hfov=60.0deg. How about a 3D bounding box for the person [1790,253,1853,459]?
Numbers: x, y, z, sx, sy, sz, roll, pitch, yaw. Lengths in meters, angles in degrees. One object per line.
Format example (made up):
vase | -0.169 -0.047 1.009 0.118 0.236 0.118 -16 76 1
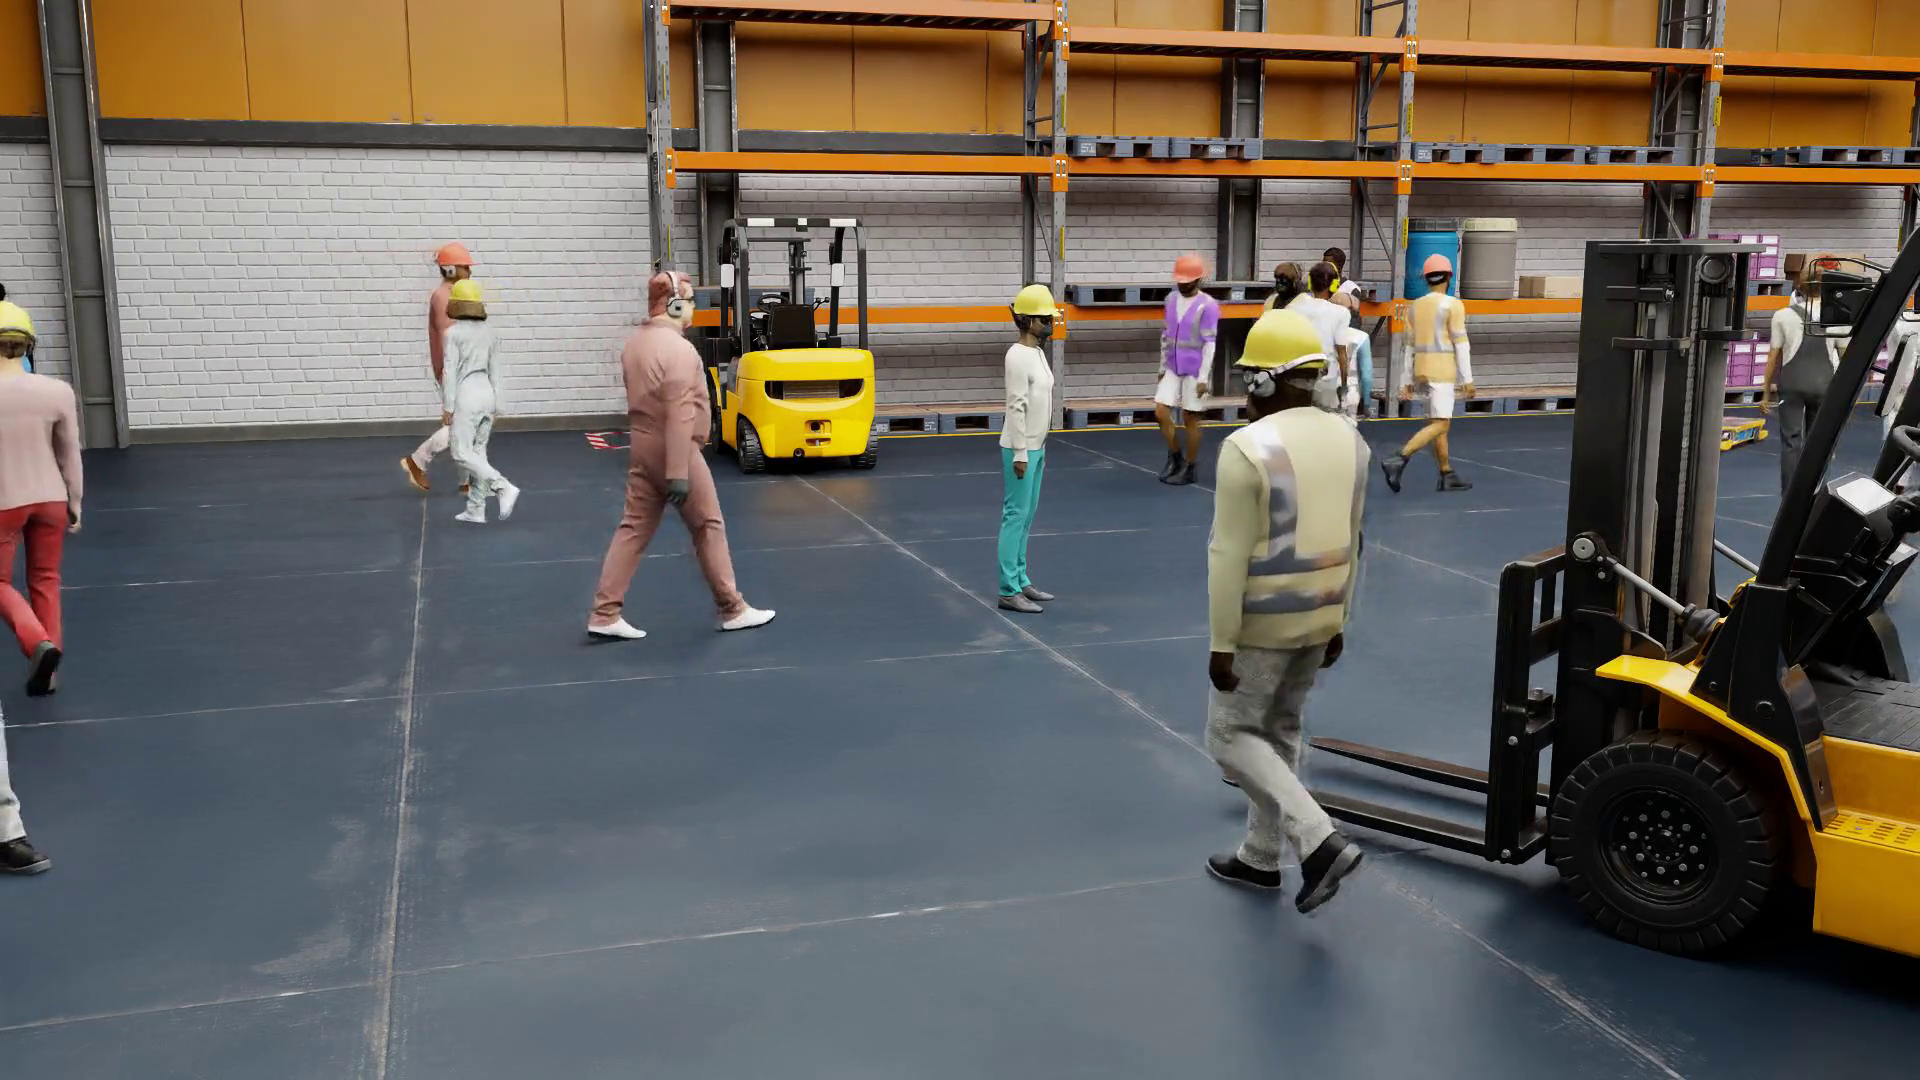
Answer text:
person | 7.854 -1.671 15.207 0.575 1.876 0.340 9 14 40

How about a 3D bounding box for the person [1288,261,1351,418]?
person | 2.586 -1.084 12.035 0.568 1.851 0.464 6 12 32

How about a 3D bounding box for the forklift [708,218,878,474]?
forklift | -1.522 -1.778 14.899 1.214 2.155 2.313 -3 11 -17

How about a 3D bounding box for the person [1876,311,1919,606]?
person | 5.345 -0.617 9.083 1.000 2.008 0.615 -5 11 -25

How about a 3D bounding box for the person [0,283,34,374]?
person | -8.263 -1.423 14.435 0.777 1.660 0.534 10 14 43

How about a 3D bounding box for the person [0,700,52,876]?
person | -3.387 0.180 5.271 0.882 1.798 0.591 5 11 24

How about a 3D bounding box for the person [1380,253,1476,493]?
person | 3.681 -1.296 13.083 0.861 1.897 0.569 -5 11 -23

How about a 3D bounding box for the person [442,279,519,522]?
person | -3.358 -0.952 11.637 0.608 1.729 0.489 5 11 25

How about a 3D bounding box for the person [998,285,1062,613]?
person | 0.387 -0.497 9.051 0.327 1.767 0.533 3 11 15

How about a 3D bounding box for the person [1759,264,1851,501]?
person | 6.026 -1.043 11.885 0.529 1.823 0.533 3 11 14

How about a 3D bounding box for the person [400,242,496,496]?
person | -3.946 -1.298 12.855 0.651 1.981 0.627 -1 10 -5

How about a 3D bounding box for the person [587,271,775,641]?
person | -1.458 -0.414 8.354 0.990 1.857 0.664 -7 13 -36

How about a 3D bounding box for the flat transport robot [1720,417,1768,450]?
flat transport robot | 7.365 -1.067 16.275 0.652 0.197 1.431 9 14 40

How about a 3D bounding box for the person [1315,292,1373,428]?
person | 2.768 -1.009 12.252 0.557 1.618 0.450 6 12 28

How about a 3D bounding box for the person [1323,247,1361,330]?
person | 3.602 -1.849 16.042 0.390 1.920 0.587 -6 12 -29

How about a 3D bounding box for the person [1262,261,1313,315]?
person | 2.669 -1.373 13.697 0.445 1.822 0.640 -5 12 -27

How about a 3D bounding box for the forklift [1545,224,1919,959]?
forklift | 2.909 0.117 4.508 2.313 2.155 1.214 9 14 40

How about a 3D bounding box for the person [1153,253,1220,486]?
person | 1.797 -1.361 13.436 0.486 1.892 0.636 -9 14 -41

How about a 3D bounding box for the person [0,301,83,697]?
person | -4.052 -0.155 7.208 0.533 1.746 0.535 9 14 40

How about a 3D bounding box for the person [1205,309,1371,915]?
person | 0.976 0.230 4.920 0.598 1.812 0.574 -8 13 -37
